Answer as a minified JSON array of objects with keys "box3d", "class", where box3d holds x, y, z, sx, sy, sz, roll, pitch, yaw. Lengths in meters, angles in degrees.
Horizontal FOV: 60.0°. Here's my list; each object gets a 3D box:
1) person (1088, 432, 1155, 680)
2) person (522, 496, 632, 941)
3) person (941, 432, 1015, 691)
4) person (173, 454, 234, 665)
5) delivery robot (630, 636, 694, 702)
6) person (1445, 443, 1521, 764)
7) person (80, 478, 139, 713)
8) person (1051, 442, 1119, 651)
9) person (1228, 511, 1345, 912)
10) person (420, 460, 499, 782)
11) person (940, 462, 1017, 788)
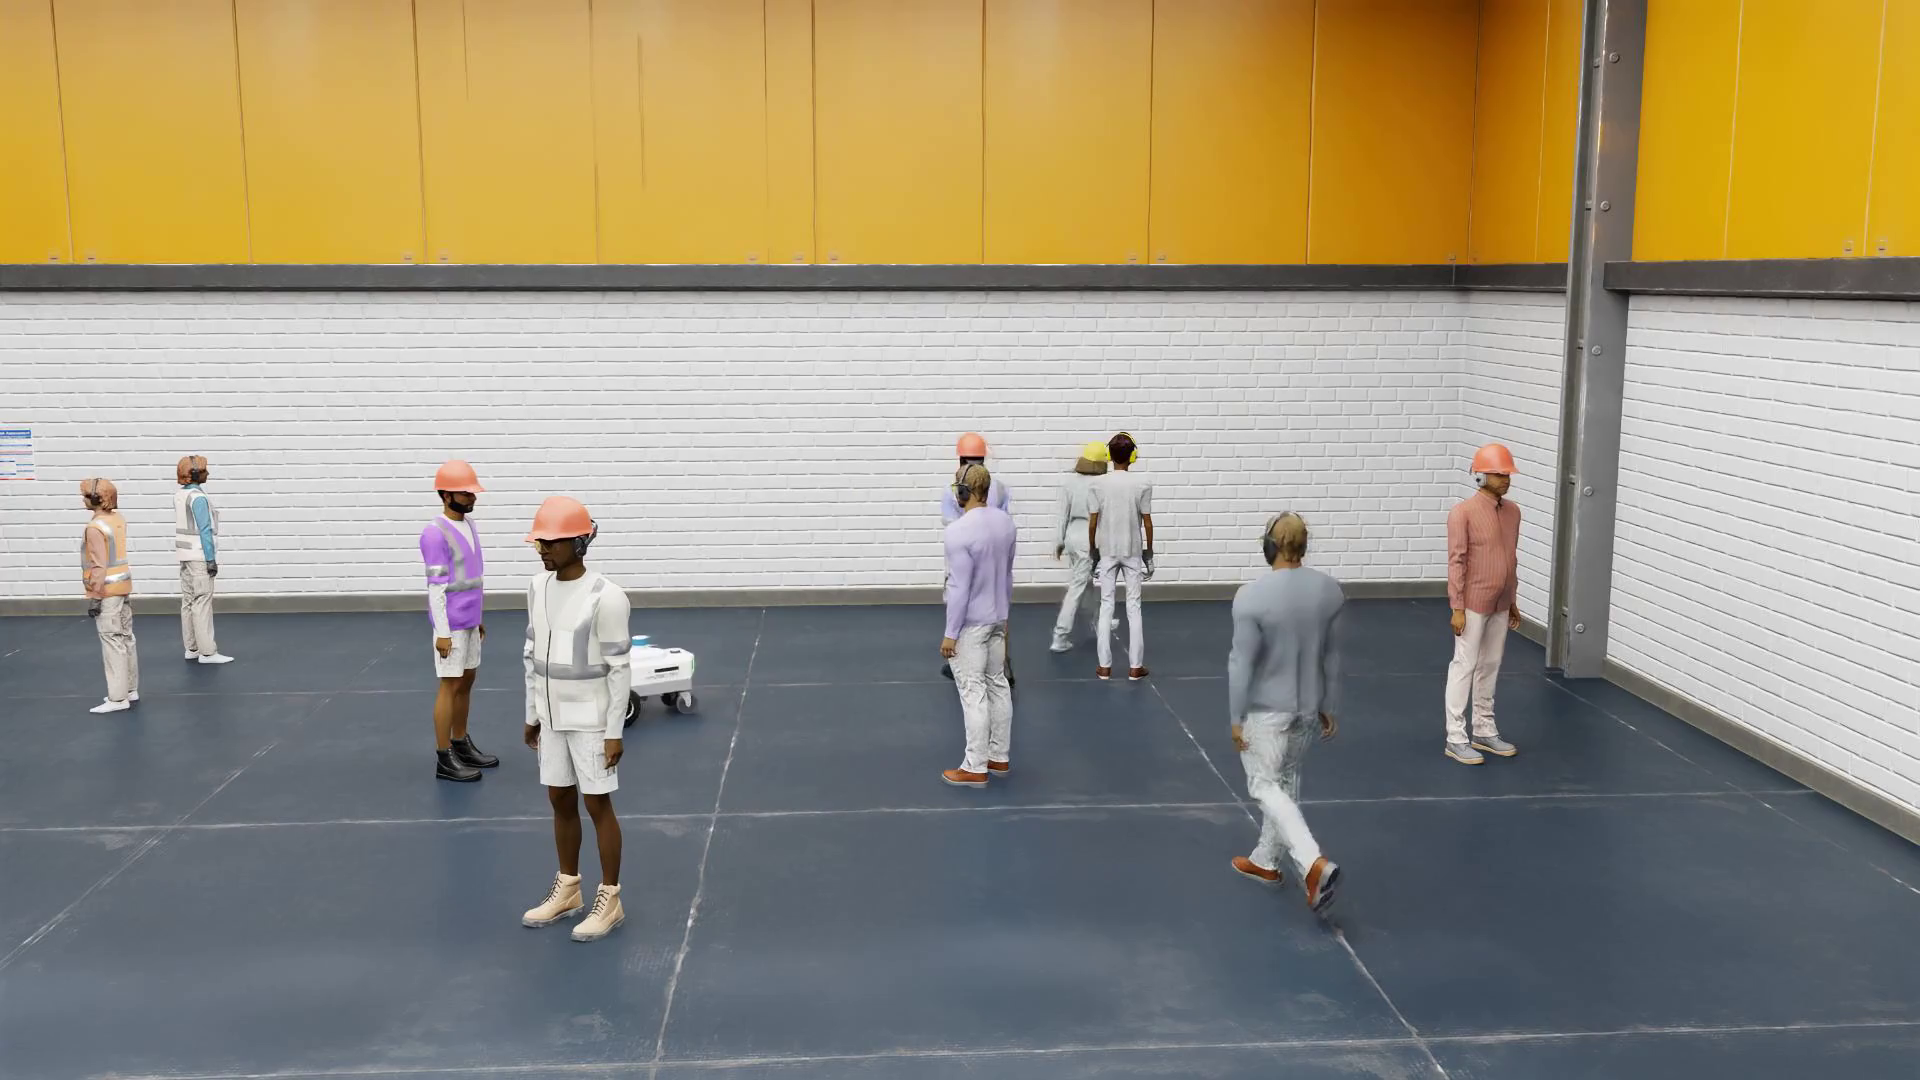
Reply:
[{"box3d":[1.211,0.122,12.488,0.510,1.872,0.328,2,9,11],"class":"person"},{"box3d":[-1.783,0.810,7.623,0.615,2.043,0.373,6,11,33],"class":"person"},{"box3d":[0.137,0.161,12.173,0.558,1.904,0.954,-4,10,-23],"class":"person"},{"box3d":[-5.954,0.154,12.999,0.514,1.642,0.310,9,13,44],"class":"person"},{"box3d":[-2.192,0.901,11.415,0.707,0.478,0.477,-6,11,-33],"class":"delivery robot"},{"box3d":[3.286,0.389,10.413,0.612,1.997,0.375,-6,11,-34],"class":"person"},{"box3d":[-5.930,0.380,11.588,0.306,1.640,0.521,-1,9,-9],"class":"person"},{"box3d":[1.053,0.041,13.554,0.499,1.680,0.934,9,13,43],"class":"person"},{"box3d":[1.591,0.817,7.994,0.634,1.917,0.819,-5,10,-27],"class":"person"},{"box3d":[-3.005,0.478,10.038,0.366,1.935,0.552,1,9,7],"class":"person"},{"box3d":[0.103,0.501,9.892,0.354,1.937,0.635,6,11,34],"class":"person"}]
